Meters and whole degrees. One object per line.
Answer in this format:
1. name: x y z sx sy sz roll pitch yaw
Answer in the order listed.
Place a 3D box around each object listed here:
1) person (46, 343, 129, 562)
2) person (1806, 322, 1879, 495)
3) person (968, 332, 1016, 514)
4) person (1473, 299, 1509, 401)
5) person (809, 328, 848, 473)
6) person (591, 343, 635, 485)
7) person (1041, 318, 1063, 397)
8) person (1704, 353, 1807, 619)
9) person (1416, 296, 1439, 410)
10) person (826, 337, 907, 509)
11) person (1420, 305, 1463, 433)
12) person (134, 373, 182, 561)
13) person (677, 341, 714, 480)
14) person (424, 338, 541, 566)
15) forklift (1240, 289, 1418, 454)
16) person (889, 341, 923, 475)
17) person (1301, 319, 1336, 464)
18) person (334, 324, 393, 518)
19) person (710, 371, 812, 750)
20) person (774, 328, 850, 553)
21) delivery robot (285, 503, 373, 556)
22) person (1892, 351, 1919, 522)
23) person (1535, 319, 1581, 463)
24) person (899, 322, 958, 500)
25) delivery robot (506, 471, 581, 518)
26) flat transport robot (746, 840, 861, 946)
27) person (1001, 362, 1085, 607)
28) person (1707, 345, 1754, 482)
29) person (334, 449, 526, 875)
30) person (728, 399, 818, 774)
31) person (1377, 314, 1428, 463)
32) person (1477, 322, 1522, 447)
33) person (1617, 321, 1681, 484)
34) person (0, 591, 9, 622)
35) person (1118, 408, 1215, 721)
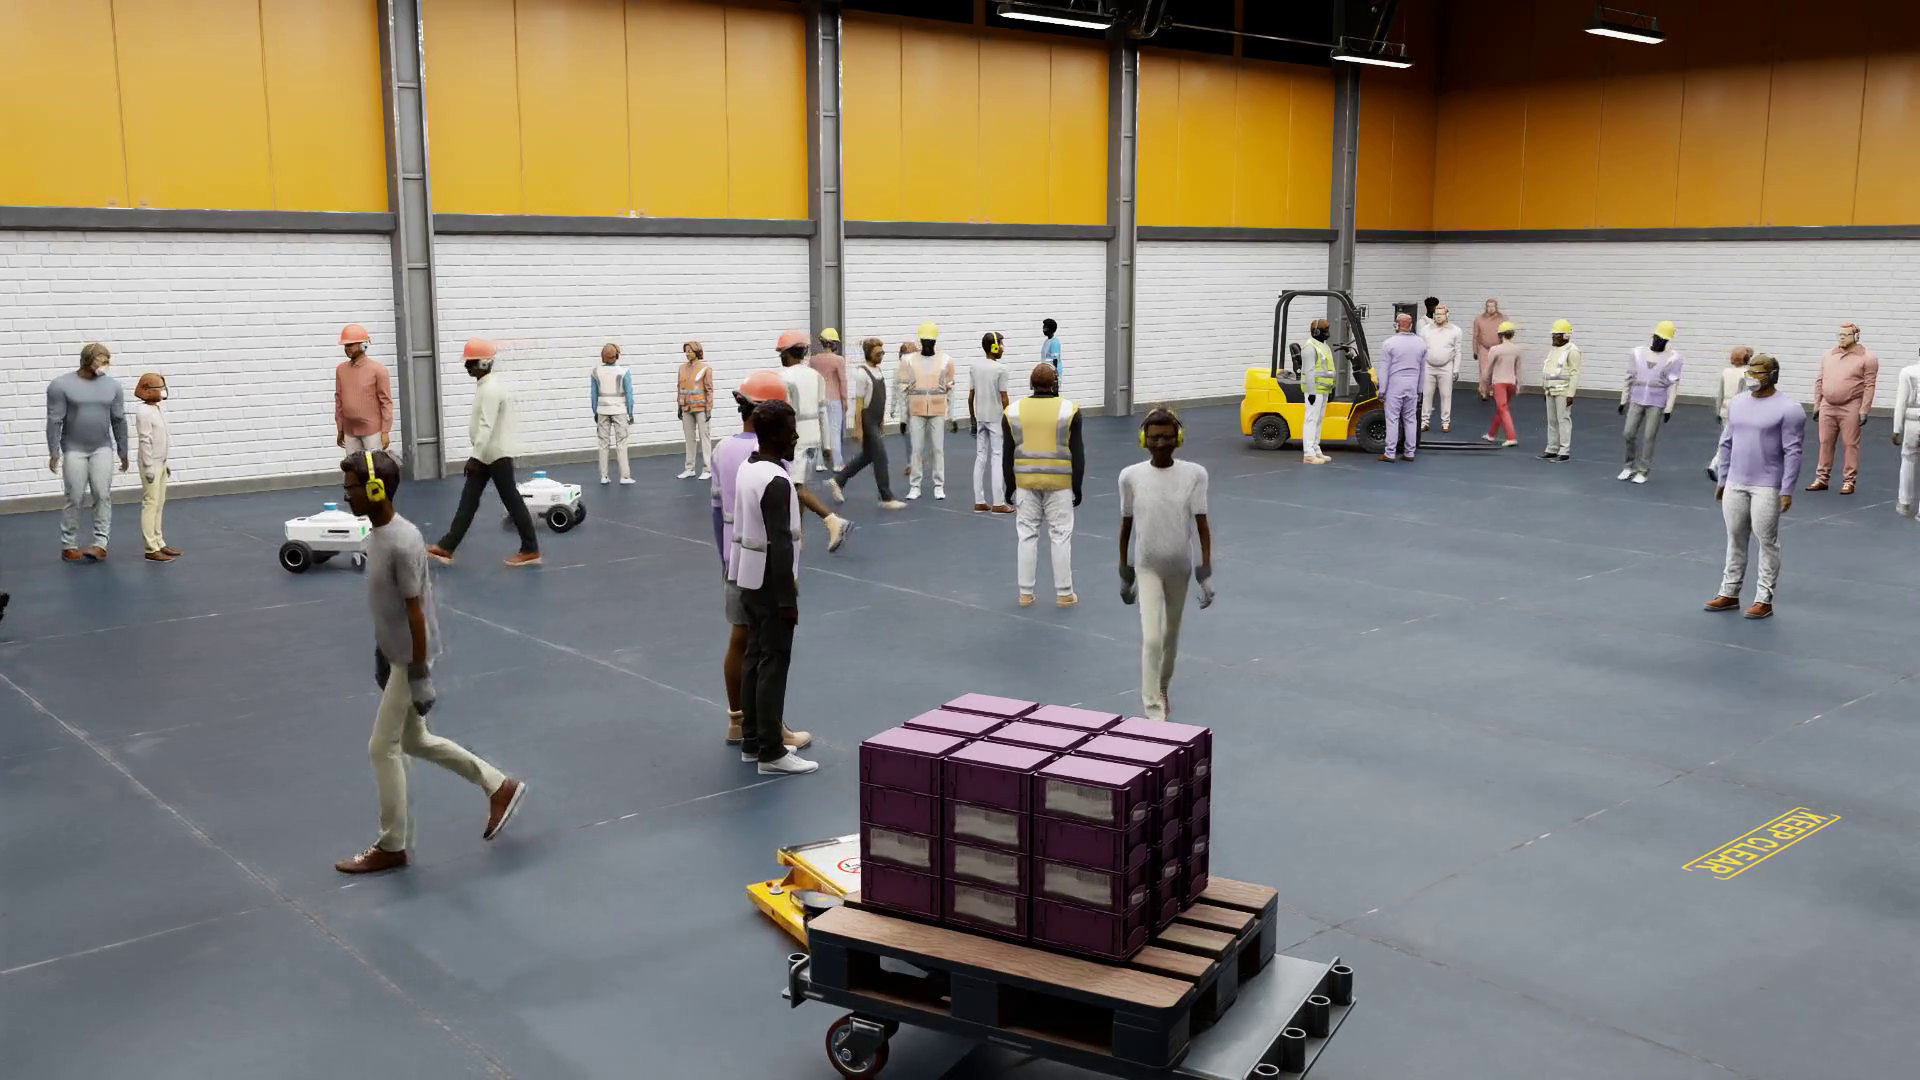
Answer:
1. person: -7.509 -0.745 14.357 0.553 1.897 0.683 9 13 43
2. person: 9.807 -1.465 18.510 0.410 1.909 0.643 -7 12 -36
3. person: 0.314 -1.196 17.066 0.521 1.864 0.335 8 13 39
4. person: 9.747 -3.496 30.552 0.642 1.864 0.968 2 10 11
5. person: -1.594 -1.697 20.295 0.523 1.763 0.329 5 11 28
6. person: -4.013 -1.443 19.197 0.554 1.640 0.317 2 10 12
7. person: 1.400 -2.548 25.488 0.321 1.690 0.536 -2 10 -14
8. person: 5.813 -0.396 12.155 0.373 1.941 0.627 -5 11 -29
9. person: 7.967 -3.174 28.387 0.401 1.956 0.609 8 13 40
10. person: -1.001 -1.223 17.378 0.867 1.815 0.542 3 10 18
11. person: 7.165 -2.560 24.923 0.645 1.908 0.408 4 11 23
12. person: -6.986 -0.636 14.453 0.283 1.633 0.501 -2 10 -10
13. person: -3.132 -1.531 19.674 0.521 1.640 0.307 5 11 29
14. person: -4.065 -0.717 14.013 1.048 1.935 0.630 -5 11 -26
15. forklift: 5.034 -2.339 22.783 2.313 2.155 1.214 3 10 16
16. person: -0.609 -1.575 19.988 0.532 1.618 0.380 6 12 33
17. person: 4.571 -1.896 21.226 0.429 1.844 0.626 5 11 28
18. person: -5.703 -1.056 15.855 0.623 1.992 0.396 4 10 20
19. person: -1.064 0.117 8.882 0.403 2.033 0.607 -9 13 -42
20. person: -1.334 -0.853 14.664 0.881 2.006 0.637 7 12 37
21. delivery robot: -5.289 -0.070 14.018 0.707 0.478 0.477 0 10 2
22. person: 9.706 -1.133 16.729 0.594 1.845 0.892 4 11 23
23. person: 7.666 -1.905 21.307 0.404 1.828 0.603 -2 10 -12
24. person: -0.340 -1.391 18.038 0.648 1.920 0.378 0 10 -1
25. delivery robot: -4.040 -0.418 16.058 0.707 0.478 0.477 0 10 2
26. flat transport robot: -0.088 1.351 6.805 1.431 0.197 0.652 -6 11 -31
27. person: 0.633 -0.411 12.530 0.622 1.845 0.430 3 10 15
28. person: 8.879 -1.408 19.016 0.379 1.628 0.522 -4 10 -20
29. person: -2.327 0.507 7.209 0.759 1.836 0.559 -5 11 -27
30. person: -0.980 0.237 8.510 0.376 1.917 0.600 -4 11 -23
31. person: 5.646 -1.941 21.328 0.644 1.904 0.401 -3 10 -18
32. person: 7.566 -2.174 23.206 0.535 1.720 0.898 -4 10 -20
33. person: 7.978 -1.585 19.275 0.634 1.898 0.416 6 12 33
34. person: -7.006 -0.232 11.300 0.761 1.913 0.550 0 10 -2
35. person: 1.135 0.164 9.253 0.519 1.822 0.969 0 10 1
